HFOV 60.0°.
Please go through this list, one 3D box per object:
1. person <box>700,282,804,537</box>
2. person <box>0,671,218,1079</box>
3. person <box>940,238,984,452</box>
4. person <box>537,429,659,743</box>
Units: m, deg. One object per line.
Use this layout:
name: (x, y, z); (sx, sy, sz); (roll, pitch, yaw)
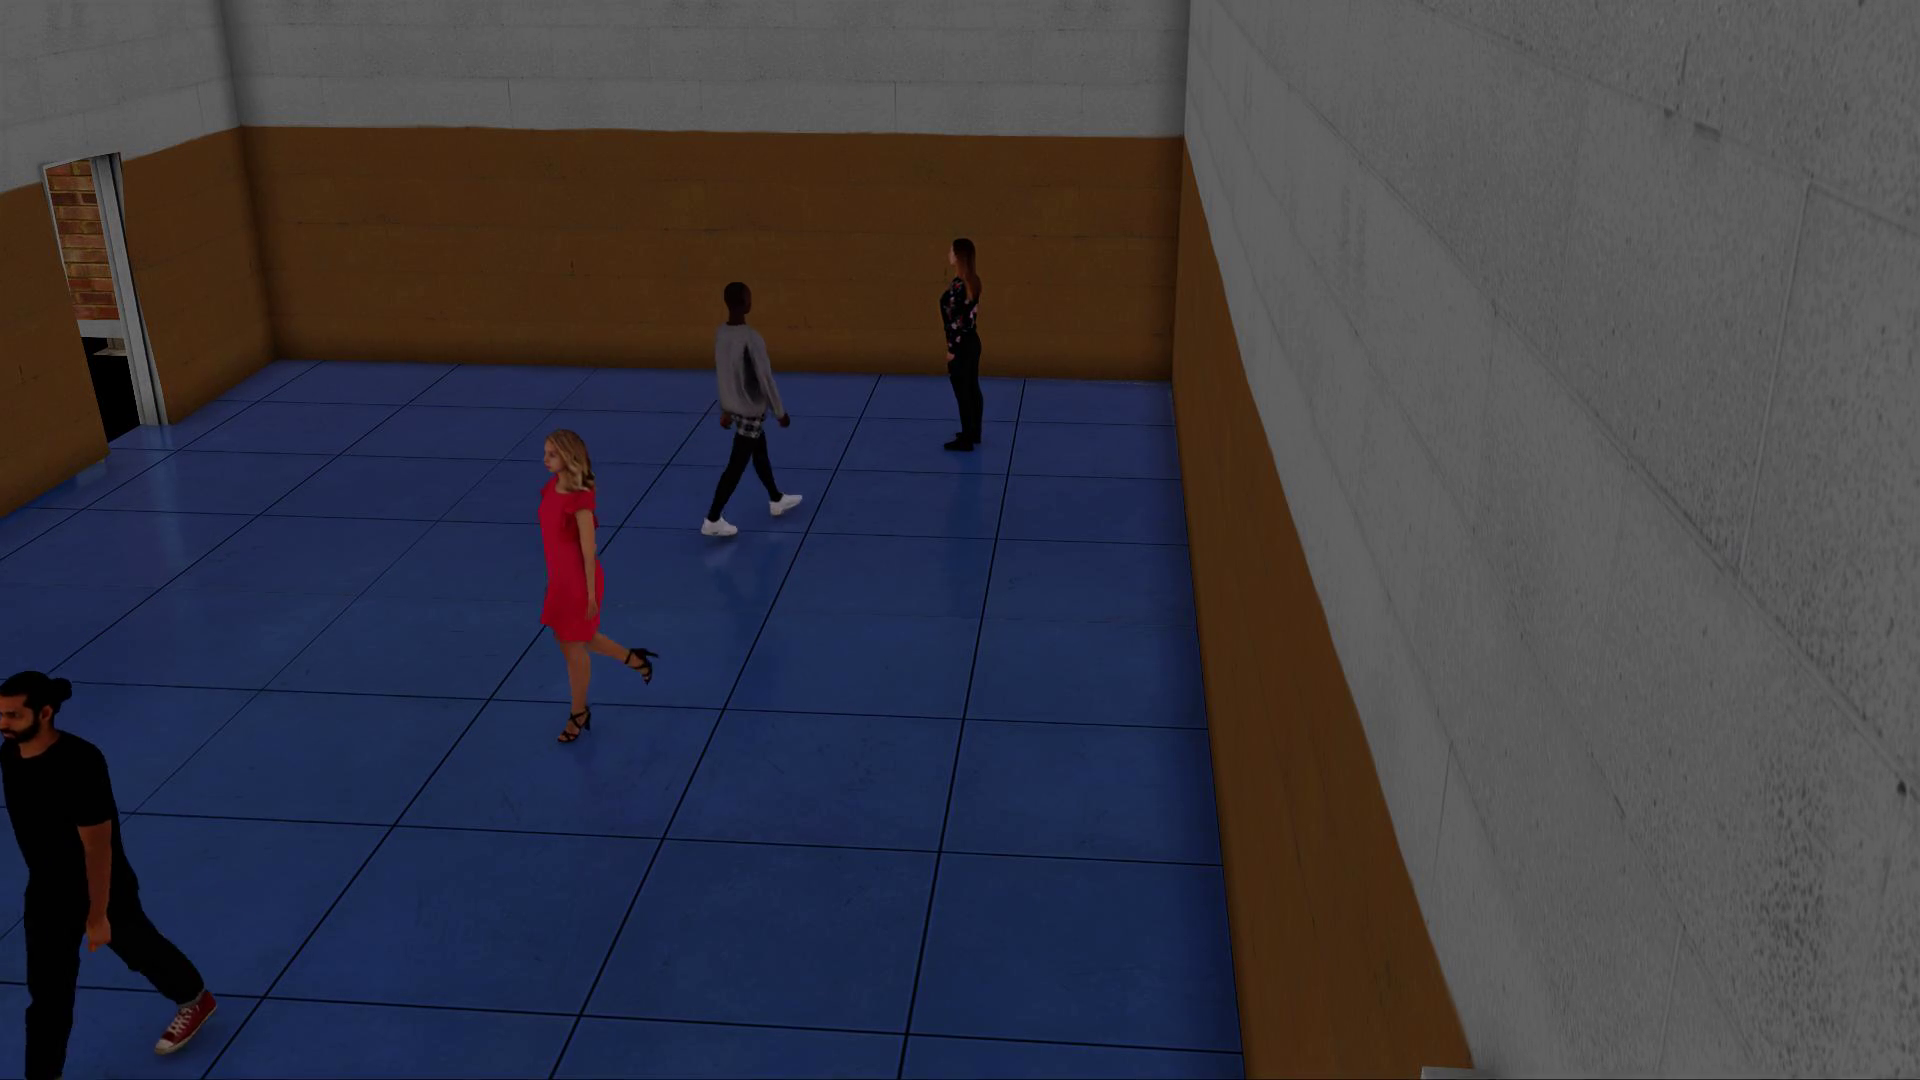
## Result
person: (-1.531, -0.844, 11.317); (1.174, 1.733, 1.144); (-20, 29, -40)
person: (-3.152, 1.252, 6.129); (1.175, 1.711, 0.918); (8, 23, 19)
person: (0.034, -1.543, 13.124); (0.603, 1.682, 0.636); (9, 24, 21)
person: (-1.941, 0.215, 8.714); (0.958, 1.708, 0.869); (-15, 26, -32)
